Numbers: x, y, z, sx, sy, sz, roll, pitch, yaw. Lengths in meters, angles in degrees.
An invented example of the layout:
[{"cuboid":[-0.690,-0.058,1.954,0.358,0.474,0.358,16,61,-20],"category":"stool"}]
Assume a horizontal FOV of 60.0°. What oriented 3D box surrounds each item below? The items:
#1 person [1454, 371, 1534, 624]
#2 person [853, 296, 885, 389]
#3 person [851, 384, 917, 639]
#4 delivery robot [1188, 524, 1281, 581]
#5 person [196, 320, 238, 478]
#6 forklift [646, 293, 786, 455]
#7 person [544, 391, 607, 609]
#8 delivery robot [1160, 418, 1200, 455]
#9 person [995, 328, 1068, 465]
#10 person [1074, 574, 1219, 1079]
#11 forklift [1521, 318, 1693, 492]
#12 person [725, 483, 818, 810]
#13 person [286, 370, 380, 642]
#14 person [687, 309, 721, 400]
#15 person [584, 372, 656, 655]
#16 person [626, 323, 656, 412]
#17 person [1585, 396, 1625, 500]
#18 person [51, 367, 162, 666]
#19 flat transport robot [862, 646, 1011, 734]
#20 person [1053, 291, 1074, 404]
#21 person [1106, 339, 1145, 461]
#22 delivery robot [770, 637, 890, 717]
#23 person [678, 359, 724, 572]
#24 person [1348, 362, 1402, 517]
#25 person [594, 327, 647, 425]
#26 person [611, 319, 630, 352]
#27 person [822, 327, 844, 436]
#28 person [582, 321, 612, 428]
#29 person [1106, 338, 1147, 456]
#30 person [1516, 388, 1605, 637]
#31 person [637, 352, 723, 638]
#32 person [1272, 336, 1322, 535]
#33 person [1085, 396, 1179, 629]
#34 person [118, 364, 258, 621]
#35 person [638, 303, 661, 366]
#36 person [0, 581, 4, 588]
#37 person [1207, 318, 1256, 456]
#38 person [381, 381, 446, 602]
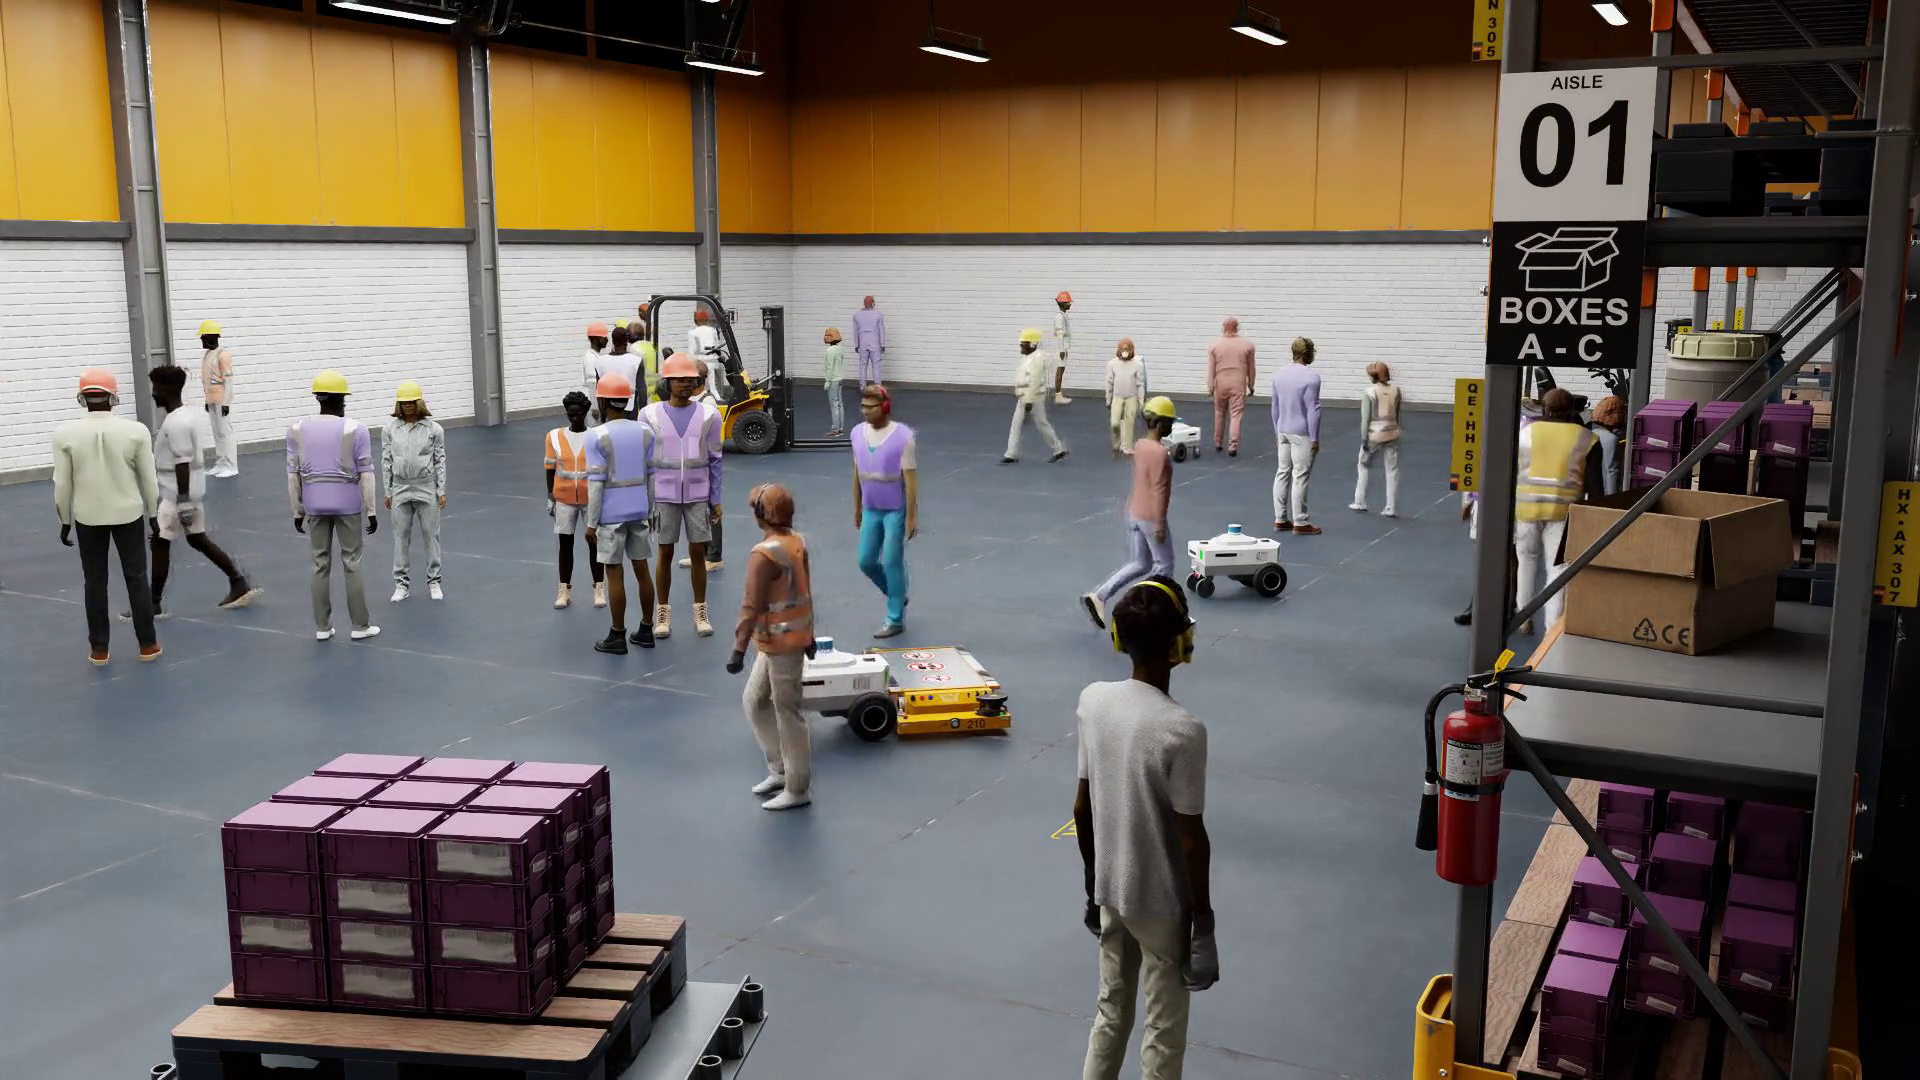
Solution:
[{"cuboid":[3.914,-0.302,12.159,0.380,1.929,0.577,-8,13,-39],"category":"person"},{"cuboid":[-1.769,-3.848,32.737,0.636,1.911,0.404,3,10,14],"category":"person"},{"cuboid":[-0.525,-0.213,11.936,0.612,1.822,0.473,7,12,34],"category":"person"},{"cuboid":[2.210,0.118,13.419,0.707,0.478,0.477,-2,10,-10],"category":"delivery robot"},{"cuboid":[-9.125,-1.731,20.422,0.586,1.928,0.369,9,13,43],"category":"person"},{"cuboid":[-3.588,-2.317,23.042,2.313,2.155,1.214,-1,10,-5],"category":"forklift"},{"cuboid":[-2.945,-0.309,12.870,0.532,1.693,0.319,-1,10,-6],"category":"person"},{"cuboid":[2.876,-1.375,22.060,0.477,0.478,0.707,9,13,41],"category":"delivery robot"},{"cuboid":[0.955,-1.851,21.529,0.938,1.796,0.587,-4,10,-21],"category":"person"},{"cuboid":[0.532,1.020,4.656,0.328,1.874,0.514,-8,12,-38],"category":"person"},{"cuboid":[7.066,-1.601,18.899,2.313,2.155,1.214,5,11,27],"category":"forklift"},{"cuboid":[-0.925,0.527,8.234,0.426,1.622,0.484,0,10,0],"category":"person"},{"cuboid":[-4.433,-0.239,11.792,0.593,1.922,0.376,0,10,-2],"category":"person"},{"cuboid":[-4.101,-2.792,26.770,0.581,1.861,0.800,-7,12,-34],"category":"person"},{"cuboid":[-2.342,-0.183,11.429,0.542,1.939,0.366,-10,14,-44],"category":"person"},{"cuboid":[-4.272,-1.964,22.056,0.452,1.826,0.642,3,10,19],"category":"person"},{"cuboid":[5.059,-0.316,13.080,0.279,1.634,0.497,0,10,1],"category":"person"},{"cuboid":[-5.695,-0.159,11.136,0.623,1.989,0.400,-5,11,-25],"category":"person"},{"cuboid":[-0.177,0.879,10.103,0.652,0.197,1.431,-2,10,-12],"category":"flat transport robot"},{"cuboid":[1.887,-3.513,30.406,0.371,2.044,0.607,1,10,6],"category":"person"},{"cuboid":[2.180,-1.840,21.928,0.511,1.616,0.359,1,10,8],"category":"person"},{"cuboid":[-0.772,0.798,9.482,0.707,0.478,0.477,-3,10,-15],"category":"delivery robot"},{"cuboid":[-2.240,-0.640,14.347,0.326,1.843,0.517,-6,11,-31],"category":"person"},{"cuboid":[4.369,-1.062,17.459,0.527,1.608,0.741,-3,10,-17],"category":"person"},{"cuboid":[-3.828,-1.453,18.853,0.592,1.916,0.392,1,10,7],"category":"person"},{"cuboid":[-5.046,-2.430,24.961,0.327,1.760,0.523,-6,12,-33],"category":"person"},{"cuboid":[-1.904,-2.371,24.981,0.284,1.633,0.500,3,10,16],"category":"person"},{"cuboid":[-4.317,-1.643,19.891,0.378,1.933,0.551,-1,10,-5],"category":"person"},{"cuboid":[2.241,-1.964,22.775,0.553,1.585,0.774,5,11,25],"category":"person"},{"cuboid":[4.194,-0.168,11.785,0.710,1.782,0.923,5,11,28],"category":"person"},{"cuboid":[-1.990,-0.318,11.897,0.608,2.048,0.364,-2,10,-14],"category":"person"},{"cuboid":[3.295,-1.021,16.280,0.375,1.939,0.628,-5,11,-29],"category":"person"},{"cuboid":[1.275,-0.160,11.889,0.659,1.737,0.546,-2,10,-13],"category":"person"},{"cuboid":[-5.869,-0.376,12.580,0.951,1.930,0.607,-3,10,-19],"category":"person"},{"cuboid":[-5.380,-3.149,28.756,0.356,1.885,0.575,-8,13,-40],"category":"person"},{"cuboid":[-8.033,-0.518,13.371,0.372,1.940,0.632,0,10,0],"category":"person"},{"cuboid":[3.707,-2.098,22.758,0.653,1.854,0.979,2,10,10],"category":"person"},{"cuboid":[-4.308,-0.381,13.141,0.484,1.744,0.295,-2,10,-12],"category":"person"}]
